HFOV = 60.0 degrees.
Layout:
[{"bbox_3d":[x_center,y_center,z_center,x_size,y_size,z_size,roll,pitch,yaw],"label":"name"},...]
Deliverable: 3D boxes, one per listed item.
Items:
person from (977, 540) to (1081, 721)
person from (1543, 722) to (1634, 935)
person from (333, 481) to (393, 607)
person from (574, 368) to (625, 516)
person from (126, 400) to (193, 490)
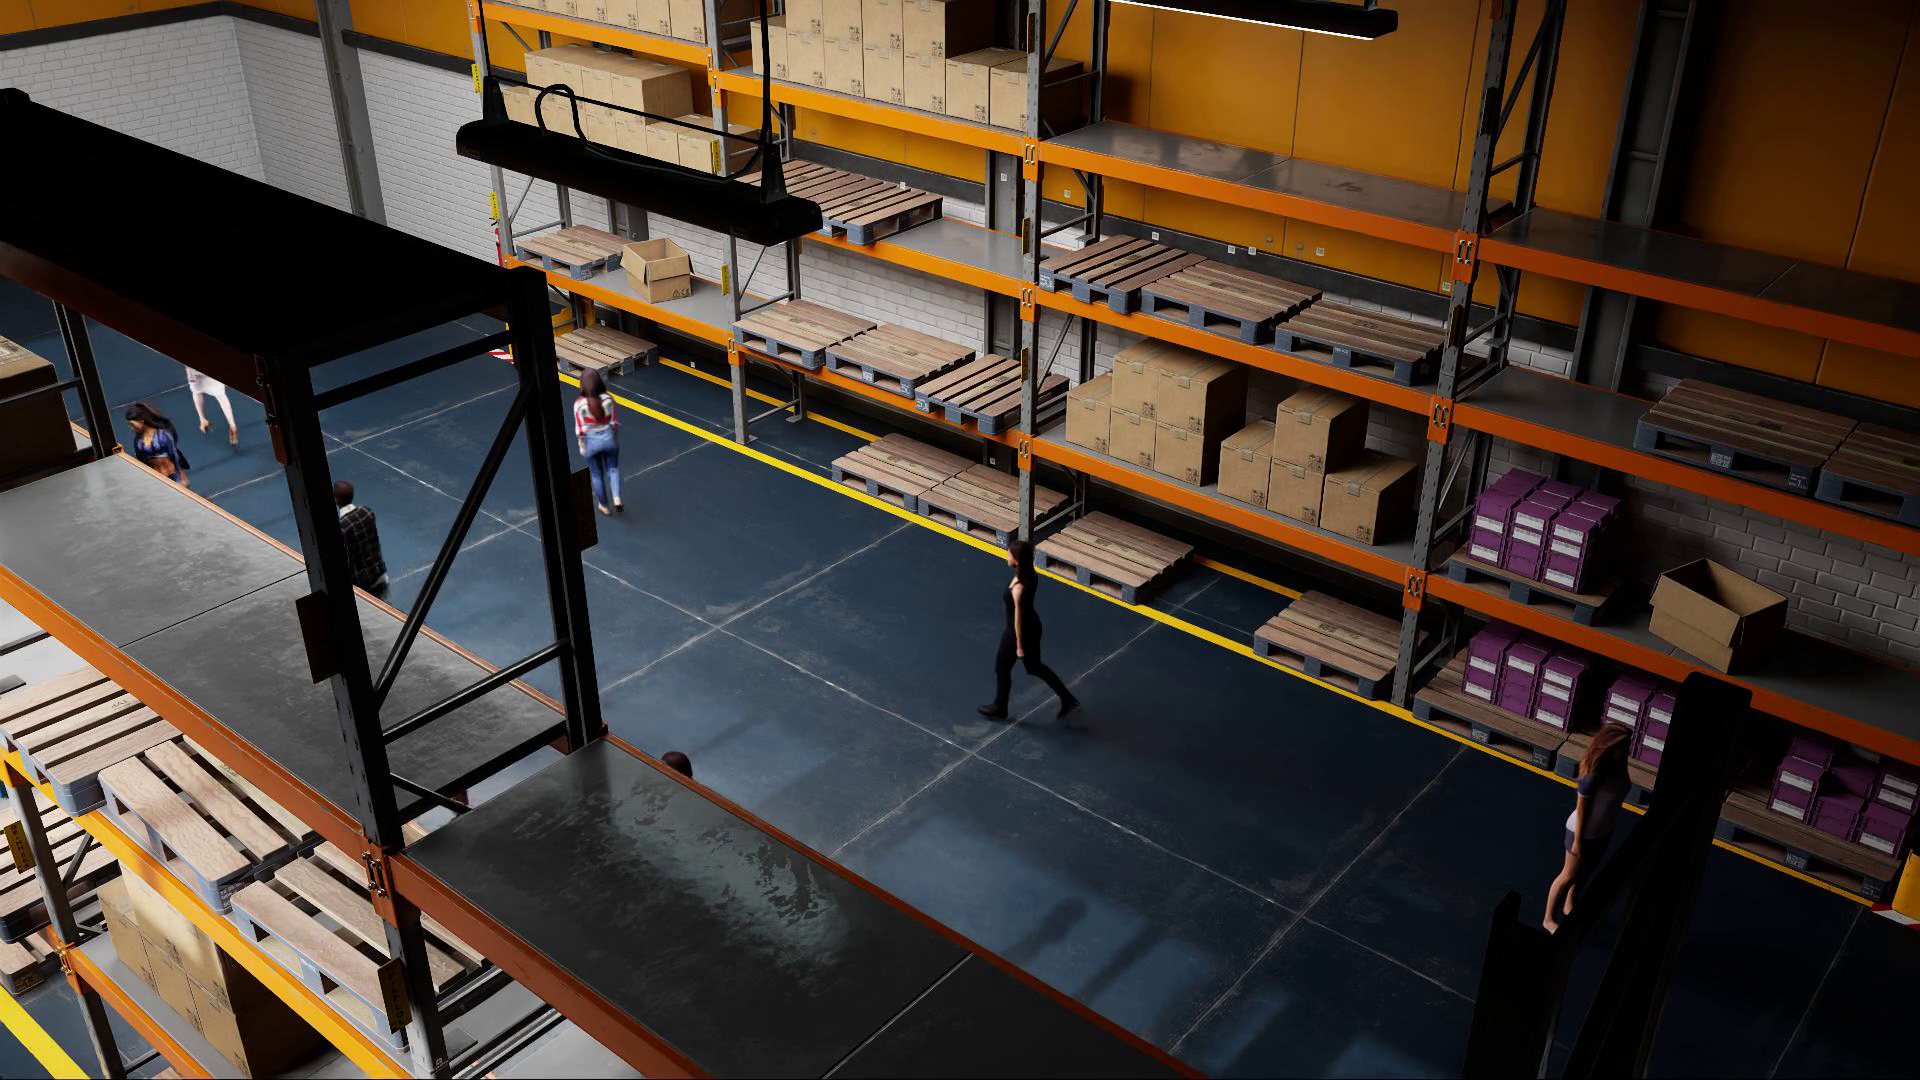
[{"bbox_3d":[0.580,0.779,13.374,1.165,1.662,0.901,8,30,14],"label":"person"},{"bbox_3d":[4.231,1.931,11.193,0.631,1.728,0.603,-20,35,-33],"label":"person"},{"bbox_3d":[-4.921,0.379,13.995,1.223,1.770,0.801,15,32,25],"label":"person"},{"bbox_3d":[-3.566,-0.939,16.583,0.766,1.605,0.868,-13,31,-23],"label":"person"},{"bbox_3d":[-7.562,-0.577,15.909,0.719,1.616,0.797,-8,30,-14],"label":"person"}]
